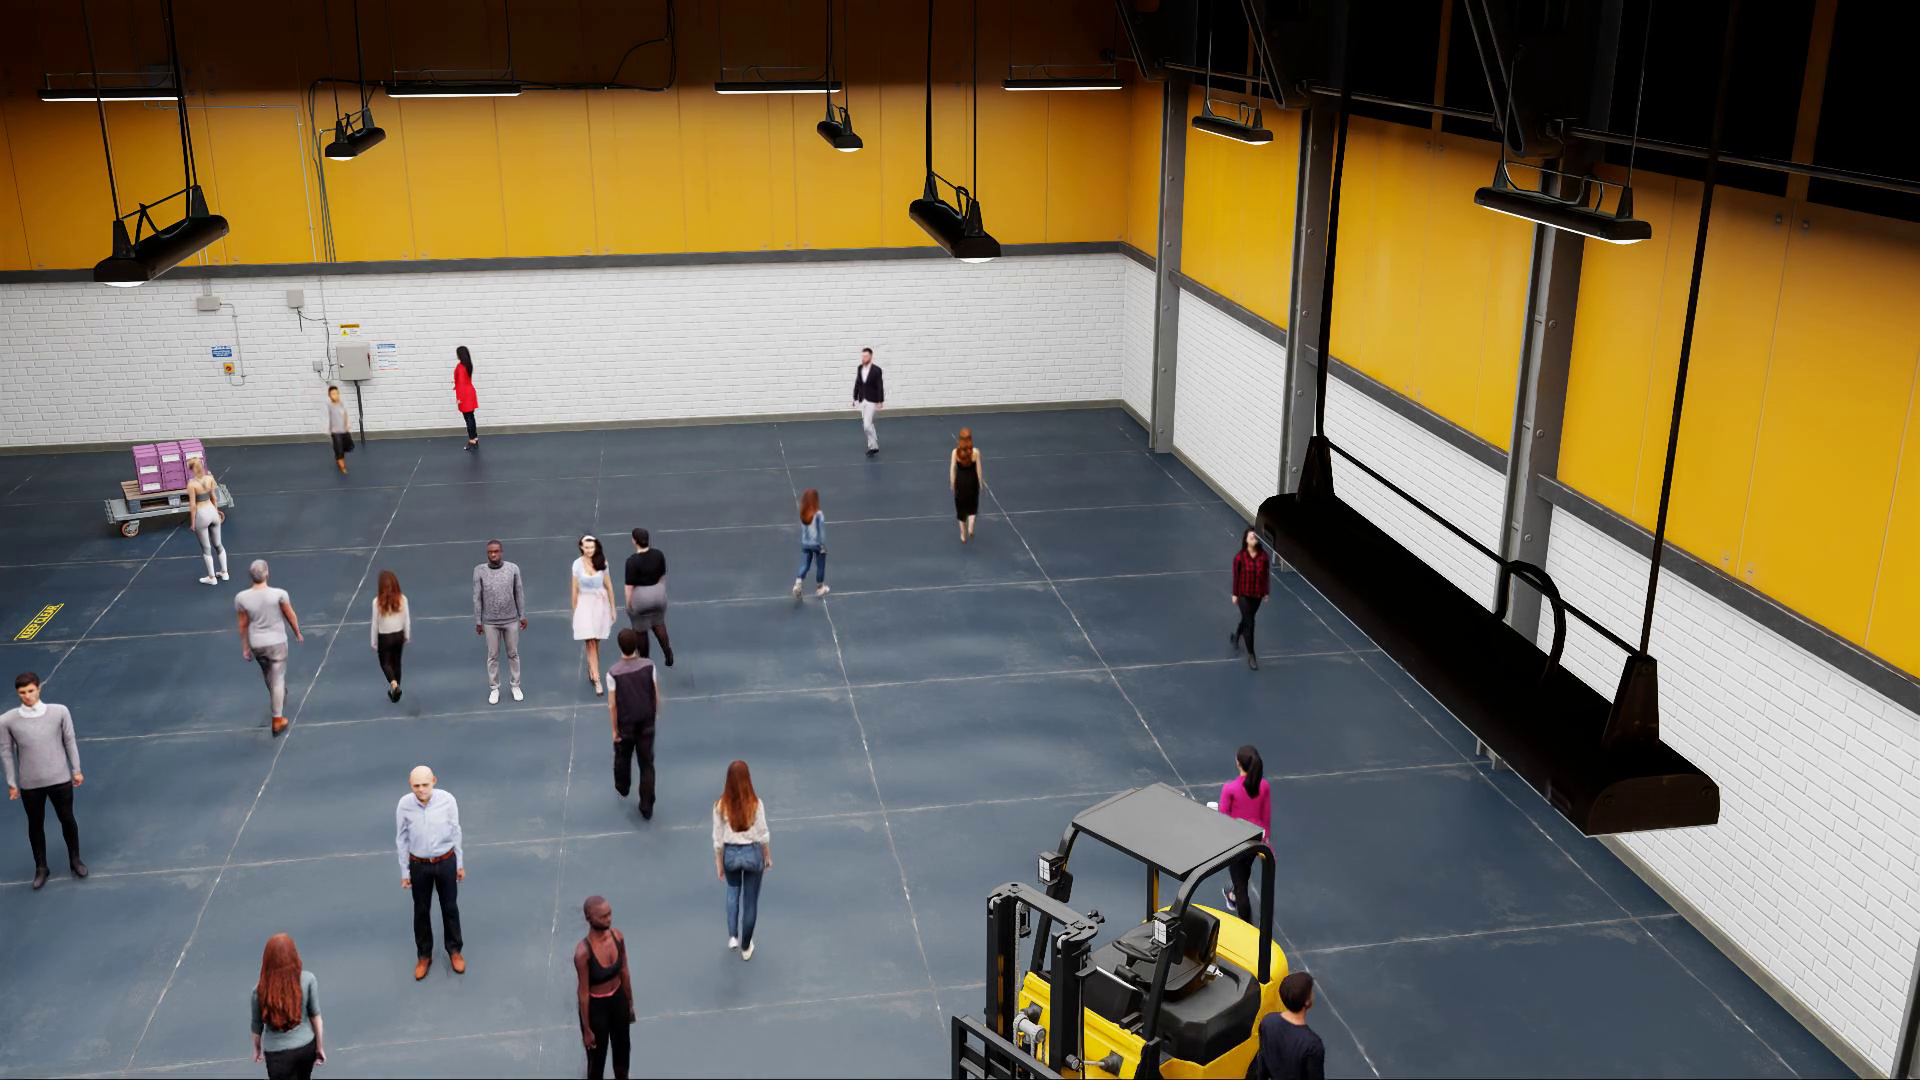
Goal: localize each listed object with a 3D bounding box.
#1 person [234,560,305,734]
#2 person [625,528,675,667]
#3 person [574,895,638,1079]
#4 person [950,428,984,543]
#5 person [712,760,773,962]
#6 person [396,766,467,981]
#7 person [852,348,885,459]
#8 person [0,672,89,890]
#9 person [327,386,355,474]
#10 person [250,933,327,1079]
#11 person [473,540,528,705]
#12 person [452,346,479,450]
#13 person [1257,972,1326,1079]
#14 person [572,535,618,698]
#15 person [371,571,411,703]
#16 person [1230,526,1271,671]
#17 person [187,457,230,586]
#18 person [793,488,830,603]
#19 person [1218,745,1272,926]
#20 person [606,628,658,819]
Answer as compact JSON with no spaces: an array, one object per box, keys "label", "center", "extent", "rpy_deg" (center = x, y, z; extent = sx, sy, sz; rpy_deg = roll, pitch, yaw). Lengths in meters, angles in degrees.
[{"label":"person","center":[-7.242,1.147,17.379],"extent":[0.765,1.781,1.144],"rpy_deg":[-1,19,-4]},{"label":"person","center":[-3.467,0.718,18.707],"extent":[0.875,1.747,0.960],"rpy_deg":[-15,24,-38]},{"label":"person","center":[-2.444,3.203,11.312],"extent":[0.715,1.757,0.664],"rpy_deg":[14,23,35]},{"label":"person","center":[0.088,-0.747,23.270],"extent":[0.634,1.611,0.701],"rpy_deg":[-2,19,-5]},{"label":"person","center":[-1.739,2.578,13.227],"extent":[0.648,1.718,0.660],"rpy_deg":[1,19,4]},{"label":"person","center":[-4.156,2.581,13.109],"extent":[0.669,1.789,0.585],"rpy_deg":[-6,19,-16]},{"label":"person","center":[-1.448,-2.294,27.534],"extent":[0.825,1.821,0.891],"rpy_deg":[15,24,38]},{"label":"person","center":[-7.975,2.049,14.479],"extent":[0.819,1.923,0.766],"rpy_deg":[-10,21,-28]},{"label":"person","center":[-10.009,-1.830,26.737],"extent":[0.783,1.450,0.884],"rpy_deg":[-15,24,-38]},{"label":"person","center":[-4.332,3.406,10.796],"extent":[0.914,1.702,1.221],"rpy_deg":[-13,22,-33]},{"label":"person","center":[-5.000,0.866,18.126],"extent":[0.722,1.837,0.591],"rpy_deg":[-6,19,-17]},{"label":"person","center":[-8.282,-2.400,27.963],"extent":[0.735,1.749,0.608],"rpy_deg":[1,19,4]},{"label":"person","center":[1.978,3.537,10.188],"extent":[1.019,1.842,1.202],"rpy_deg":[-12,22,-32]},{"label":"person","center":[-4.096,0.783,18.455],"extent":[0.818,1.785,1.118],"rpy_deg":[-8,20,-23]},{"label":"person","center":[-6.147,1.089,18.048],"extent":[0.734,1.464,0.833],"rpy_deg":[-13,23,-34]},{"label":"person","center":[3.312,0.619,19.196],"extent":[0.627,1.621,1.039],"rpy_deg":[-5,19,-13]},{"label":"person","center":[-9.828,-0.265,21.688],"extent":[0.706,1.707,0.632],"rpy_deg":[11,21,29]},{"label":"person","center":[-1.914,0.079,21.054],"extent":[0.892,1.460,0.990],"rpy_deg":[10,21,28]},{"label":"person","center":[2.333,2.519,13.506],"extent":[0.635,1.653,1.139],"rpy_deg":[-4,19,-13]},{"label":"person","center":[-3.009,1.742,15.555],"extent":[0.806,1.817,1.094],"rpy_deg":[-8,20,-22]}]
